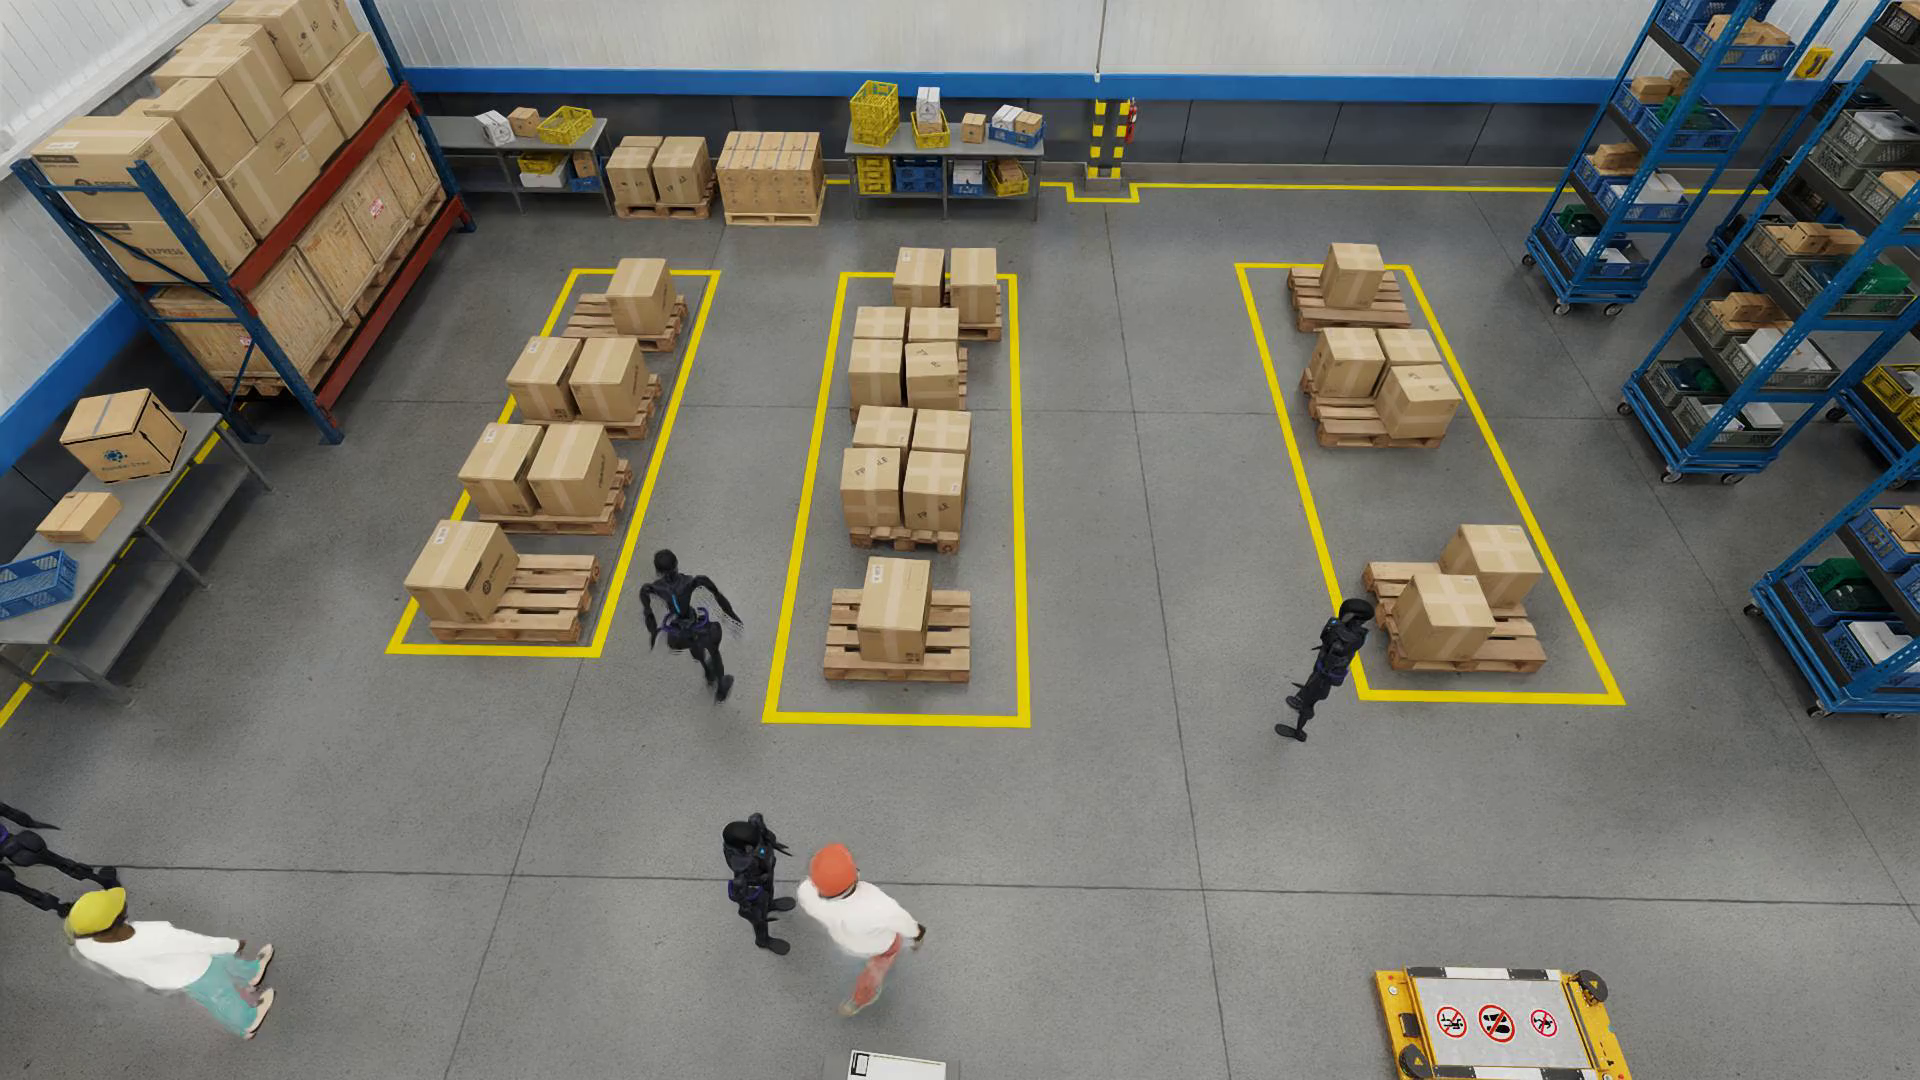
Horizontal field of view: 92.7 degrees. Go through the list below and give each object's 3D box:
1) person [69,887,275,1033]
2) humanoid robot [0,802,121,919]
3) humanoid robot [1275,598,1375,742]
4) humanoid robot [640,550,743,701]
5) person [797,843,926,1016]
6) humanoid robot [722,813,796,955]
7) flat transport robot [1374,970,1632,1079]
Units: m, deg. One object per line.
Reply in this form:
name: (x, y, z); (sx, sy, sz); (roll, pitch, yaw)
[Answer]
person: (-4.647, 2.454, 5.527); (0.545, 1.736, 0.675); (-1, 51, -1)
humanoid robot: (-6.242, 2.043, 5.902); (0.315, 1.657, 0.602); (26, 55, 20)
humanoid robot: (2.697, 0.942, 6.798); (0.314, 1.661, 0.610); (25, 55, 19)
humanoid robot: (-2.055, 0.646, 7.051); (0.694, 1.640, 0.460); (-7, 51, -6)
person: (-0.577, 2.330, 5.503); (0.684, 1.948, 0.675); (16, 53, 13)
humanoid robot: (-1.269, 2.154, 5.814); (0.315, 1.654, 0.602); (4, 51, 3)
flat transport robot: (3.501, 3.133, 5.914); (1.431, 0.197, 0.652); (1, 51, 1)
